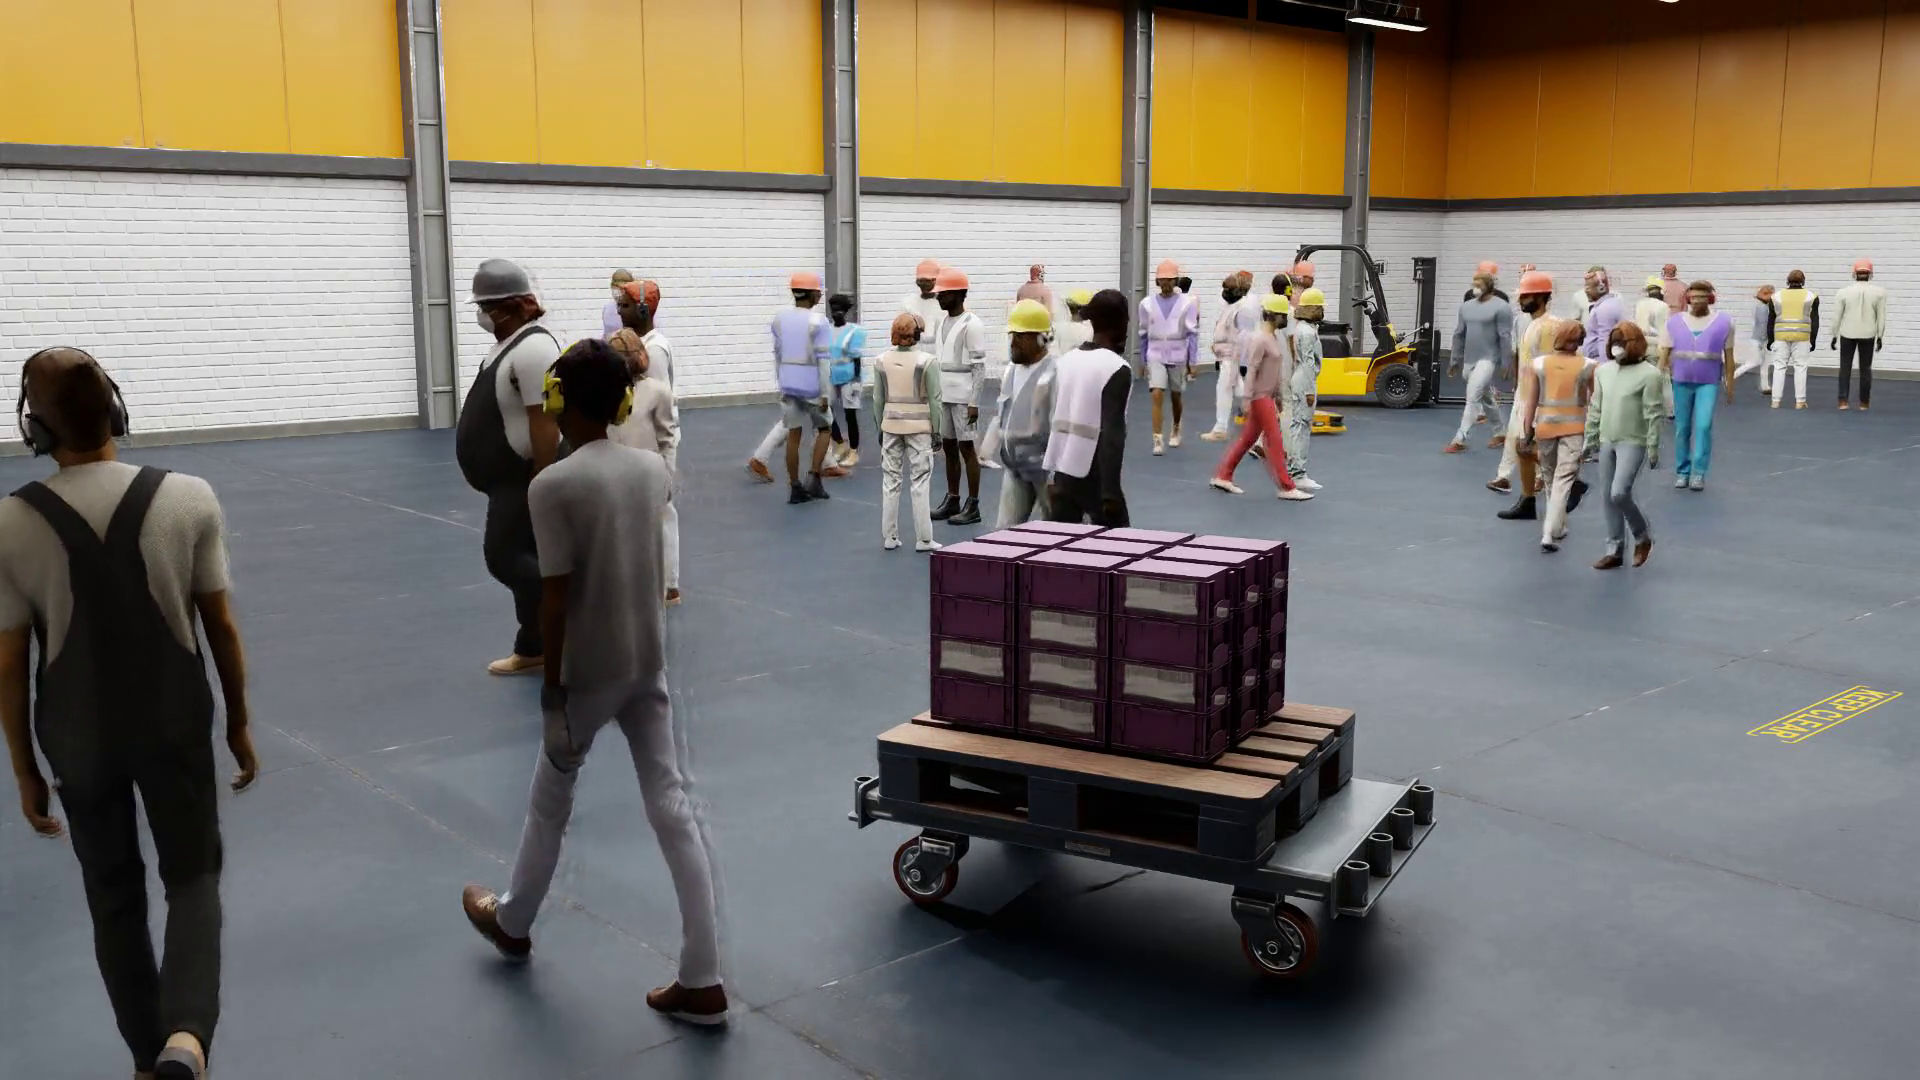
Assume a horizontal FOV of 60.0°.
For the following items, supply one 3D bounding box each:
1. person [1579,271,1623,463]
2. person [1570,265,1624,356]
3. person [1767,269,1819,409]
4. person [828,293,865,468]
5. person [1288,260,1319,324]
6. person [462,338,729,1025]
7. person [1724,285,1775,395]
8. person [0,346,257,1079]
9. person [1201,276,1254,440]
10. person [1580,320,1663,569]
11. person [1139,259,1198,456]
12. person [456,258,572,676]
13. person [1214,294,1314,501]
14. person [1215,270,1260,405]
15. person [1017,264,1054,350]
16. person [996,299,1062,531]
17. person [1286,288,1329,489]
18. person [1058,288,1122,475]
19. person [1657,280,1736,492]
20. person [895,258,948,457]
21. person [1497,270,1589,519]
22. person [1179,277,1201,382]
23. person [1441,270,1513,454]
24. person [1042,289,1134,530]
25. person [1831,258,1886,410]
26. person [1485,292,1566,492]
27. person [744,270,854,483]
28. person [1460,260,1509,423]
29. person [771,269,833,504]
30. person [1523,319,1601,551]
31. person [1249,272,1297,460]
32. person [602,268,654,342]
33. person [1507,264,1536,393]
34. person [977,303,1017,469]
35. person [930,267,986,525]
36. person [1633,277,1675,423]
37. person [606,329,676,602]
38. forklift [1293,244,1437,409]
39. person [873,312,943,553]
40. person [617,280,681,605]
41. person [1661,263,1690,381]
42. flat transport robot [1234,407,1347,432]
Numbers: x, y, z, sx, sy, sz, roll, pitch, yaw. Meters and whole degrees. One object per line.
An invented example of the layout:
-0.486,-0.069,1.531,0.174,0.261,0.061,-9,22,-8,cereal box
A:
6.155,-1.678,16.236,0.797,1.866,0.683,4,11,24,person
8.027,-2.503,20.969,0.643,1.920,0.537,9,13,44,person
11.077,-2.668,22.139,0.620,1.846,0.430,6,12,32,person
-1.129,-1.519,15.900,0.553,1.670,0.383,6,11,32,person
3.955,-2.299,19.604,0.598,1.977,0.618,6,11,31,person
-0.996,0.365,4.502,1.044,1.798,0.507,8,12,38,person
11.630,-2.923,24.296,0.687,1.613,0.512,5,11,28,person
-1.885,0.476,3.787,0.543,1.829,0.647,-5,11,-27,person
3.072,-2.002,18.334,0.793,1.815,0.631,-1,10,-6,person
4.224,-0.594,10.663,0.336,1.620,0.506,-5,11,-25,person
2.153,-1.900,17.214,0.608,2.001,1.023,2,10,12,person
-2.112,-0.336,7.906,0.539,2.000,0.710,-4,10,-22,person
2.541,-1.202,13.955,0.917,1.708,0.543,5,11,27,person
3.695,-2.628,21.944,0.598,1.824,1.013,-5,11,-26,person
1.132,-3.060,24.247,0.642,1.909,0.410,9,13,43,person
0.476,-0.417,9.112,0.874,1.800,0.602,-7,12,-36,person
3.044,-1.323,14.554,0.309,1.743,0.494,0,10,3,person
1.115,-1.375,14.882,0.819,1.732,0.544,-5,11,-25,person
6.284,-1.310,14.263,0.587,1.815,0.813,6,11,31,person
-0.295,-1.753,16.330,0.618,2.014,0.939,4,10,21,person
4.438,-1.087,12.655,0.558,1.916,0.559,0,10,0,person
3.625,-3.403,26.896,0.538,1.692,0.319,4,11,25,person
5.417,-1.843,17.221,1.031,1.892,0.646,-5,11,-29,person
0.591,-0.312,8.305,0.975,1.869,0.645,-5,11,-28,person
11.830,-2.703,21.905,0.615,1.996,0.384,4,11,25,person
4.826,-1.288,14.092,0.513,1.834,0.864,9,13,43,person
-1.463,-1.452,14.836,0.958,1.912,0.609,-2,10,-11,person
6.426,-2.415,20.278,0.649,1.972,0.621,-7,12,-37,person
-1.278,-1.241,13.599,0.538,1.920,0.443,4,10,22,person
4.195,-0.734,11.553,0.535,1.591,0.875,7,12,34,person
3.163,-1.709,16.507,0.441,1.885,0.560,-6,12,-33,person
-2.946,-1.484,14.982,0.651,1.922,0.681,9,13,43,person
8.355,-3.125,24.631,0.409,1.908,0.641,5,11,28,person
0.560,-1.463,15.847,0.913,1.578,0.540,-2,10,-10,person
-0.048,-1.080,12.564,0.372,1.934,0.551,-7,12,-34,person
8.423,-2.291,20.166,0.852,1.762,0.660,-3,10,-16,person
-1.789,-0.324,9.022,0.507,1.632,0.274,1,10,8,person
5.256,-2.933,22.661,2.313,2.155,1.214,3,10,16,forklift
-0.356,-0.729,11.379,0.514,1.641,0.309,4,11,24,person
-1.803,-0.552,9.633,0.362,1.883,0.575,-3,10,-18,person
11.378,-3.499,26.815,0.642,1.909,0.399,0,10,0,person
3.832,-1.408,19.357,0.652,0.197,1.431,-3,10,-20,flat transport robot
